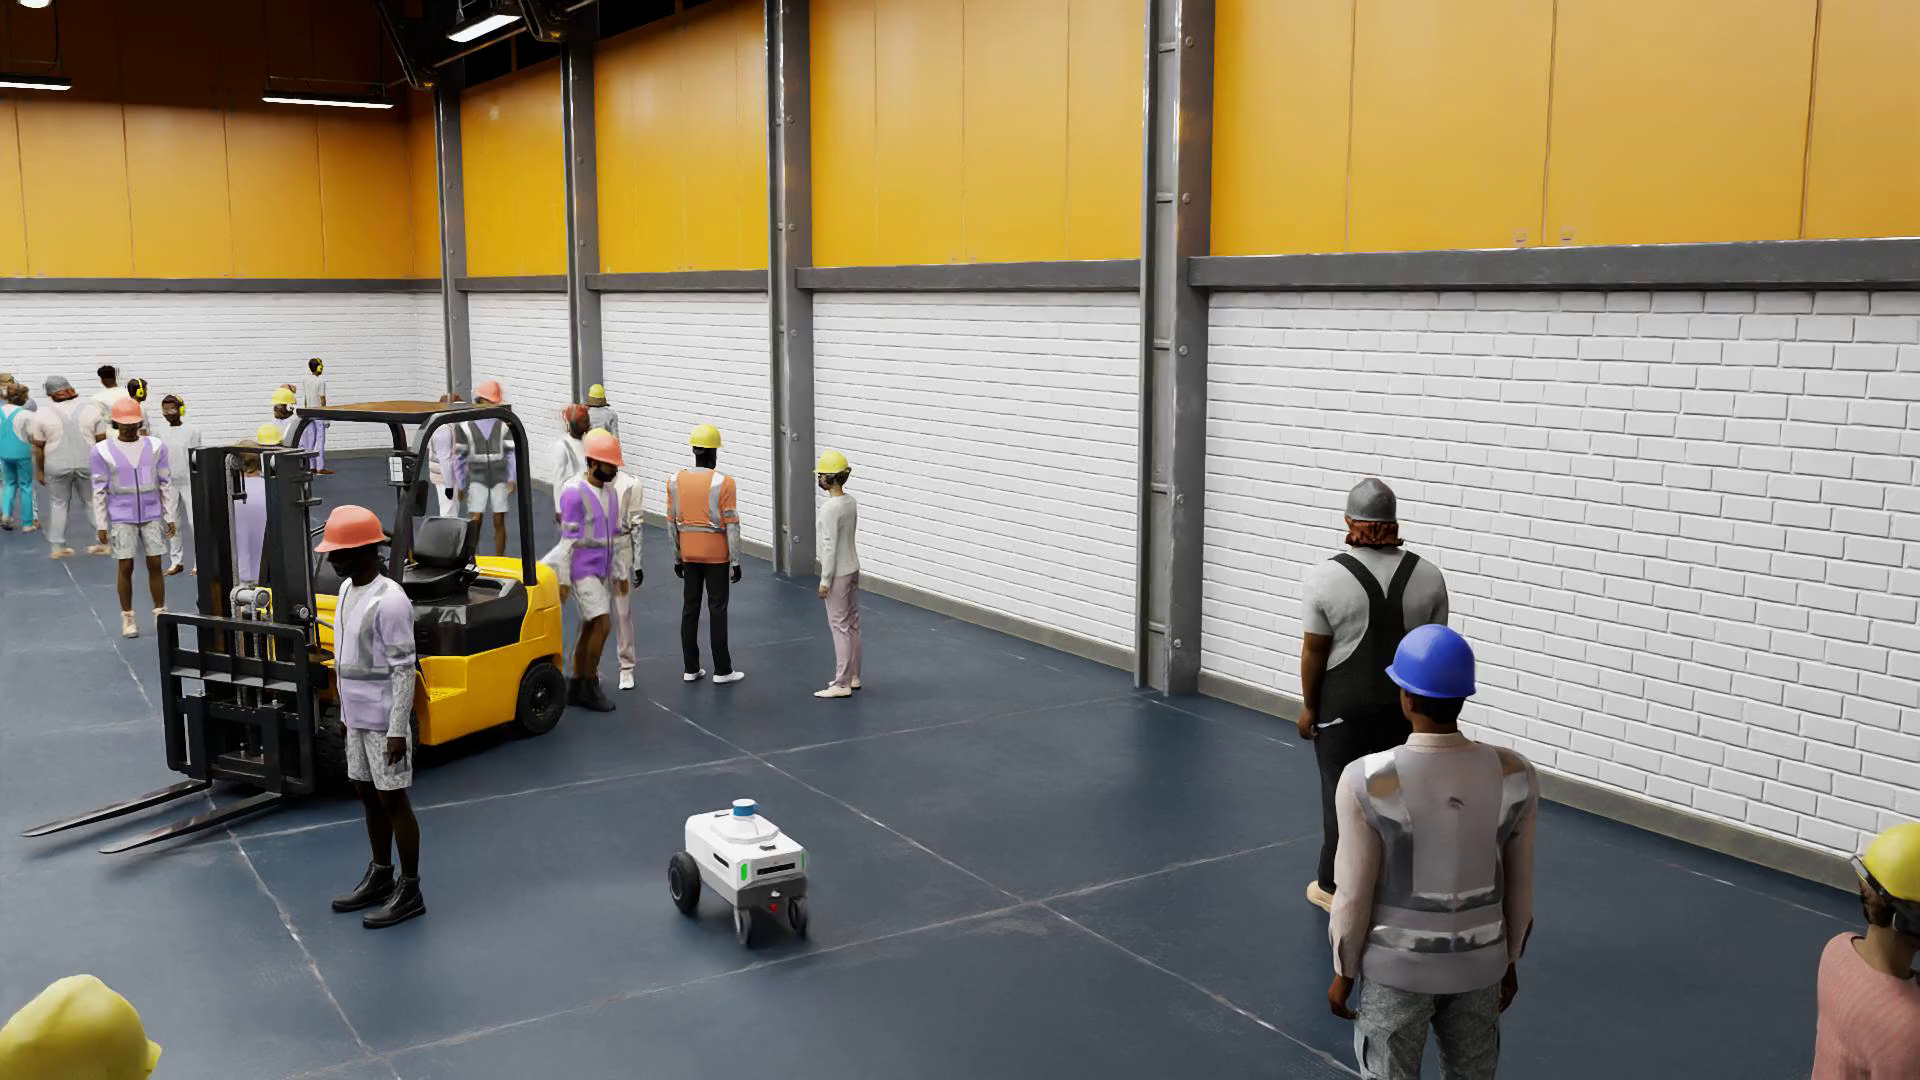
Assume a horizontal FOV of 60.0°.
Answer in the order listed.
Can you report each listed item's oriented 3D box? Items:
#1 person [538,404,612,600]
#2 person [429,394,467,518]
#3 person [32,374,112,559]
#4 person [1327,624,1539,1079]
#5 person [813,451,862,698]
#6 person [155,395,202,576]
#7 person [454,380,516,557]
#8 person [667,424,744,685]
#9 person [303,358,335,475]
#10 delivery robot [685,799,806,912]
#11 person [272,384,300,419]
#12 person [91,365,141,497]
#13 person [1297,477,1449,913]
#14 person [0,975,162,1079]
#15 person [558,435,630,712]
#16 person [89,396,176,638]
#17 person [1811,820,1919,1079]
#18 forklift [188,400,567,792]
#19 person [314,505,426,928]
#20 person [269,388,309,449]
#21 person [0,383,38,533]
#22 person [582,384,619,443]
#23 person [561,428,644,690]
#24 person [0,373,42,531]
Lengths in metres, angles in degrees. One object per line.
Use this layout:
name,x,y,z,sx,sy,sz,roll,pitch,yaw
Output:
person,-3.694,-0.361,15.680,0.857,1.859,0.586,3,9,17
person,-5.340,-0.615,17.453,0.430,1.840,0.633,-2,9,-14
person,-9.688,-0.820,18.128,0.712,2.000,0.548,-6,11,-37
person,1.350,1.204,4.792,0.605,1.951,0.379,-1,9,-9
person,-0.884,0.245,11.872,0.323,1.769,0.523,3,9,17
person,-7.952,-0.556,16.969,0.511,1.862,0.324,1,8,5
person,-4.723,-0.585,16.621,0.610,2.027,0.541,-3,9,-20
person,-1.870,0.107,12.261,0.587,1.927,0.369,3,9,21
person,-10.221,-1.963,26.457,0.521,1.861,0.325,5,10,32
delivery robot,-0.986,1.433,7.616,0.477,0.478,0.707,-5,10,-30
person,-9.275,-1.336,22.986,0.513,1.632,0.313,5,10,30
person,-11.369,-1.404,22.485,0.928,1.909,0.629,6,11,37
person,1.880,0.719,7.760,0.678,2.000,0.536,-1,8,-6
person,-1.388,1.598,2.643,0.588,1.802,0.826,2,9,10
person,-2.483,0.230,11.480,0.635,1.906,0.565,3,9,21
person,-6.904,-0.188,13.925,0.613,2.031,0.410,-7,11,-39
person,2.028,1.467,3.678,0.344,1.758,0.532,2,9,12
forklift,-3.529,0.258,10.348,1.214,2.155,2.313,4,9,25
person,-2.699,0.798,7.577,0.552,1.932,0.377,8,12,44
person,-7.514,-0.782,18.566,0.590,1.835,0.404,6,10,34
person,-11.279,-0.976,19.907,0.548,1.821,0.410,0,8,-1
person,-4.520,-1.080,20.874,0.486,1.746,0.289,-2,9,-14
person,-2.577,0.147,12.046,0.582,1.919,0.396,-1,9,-9
person,-11.528,-1.073,20.233,0.641,1.927,0.386,-7,11,-40
